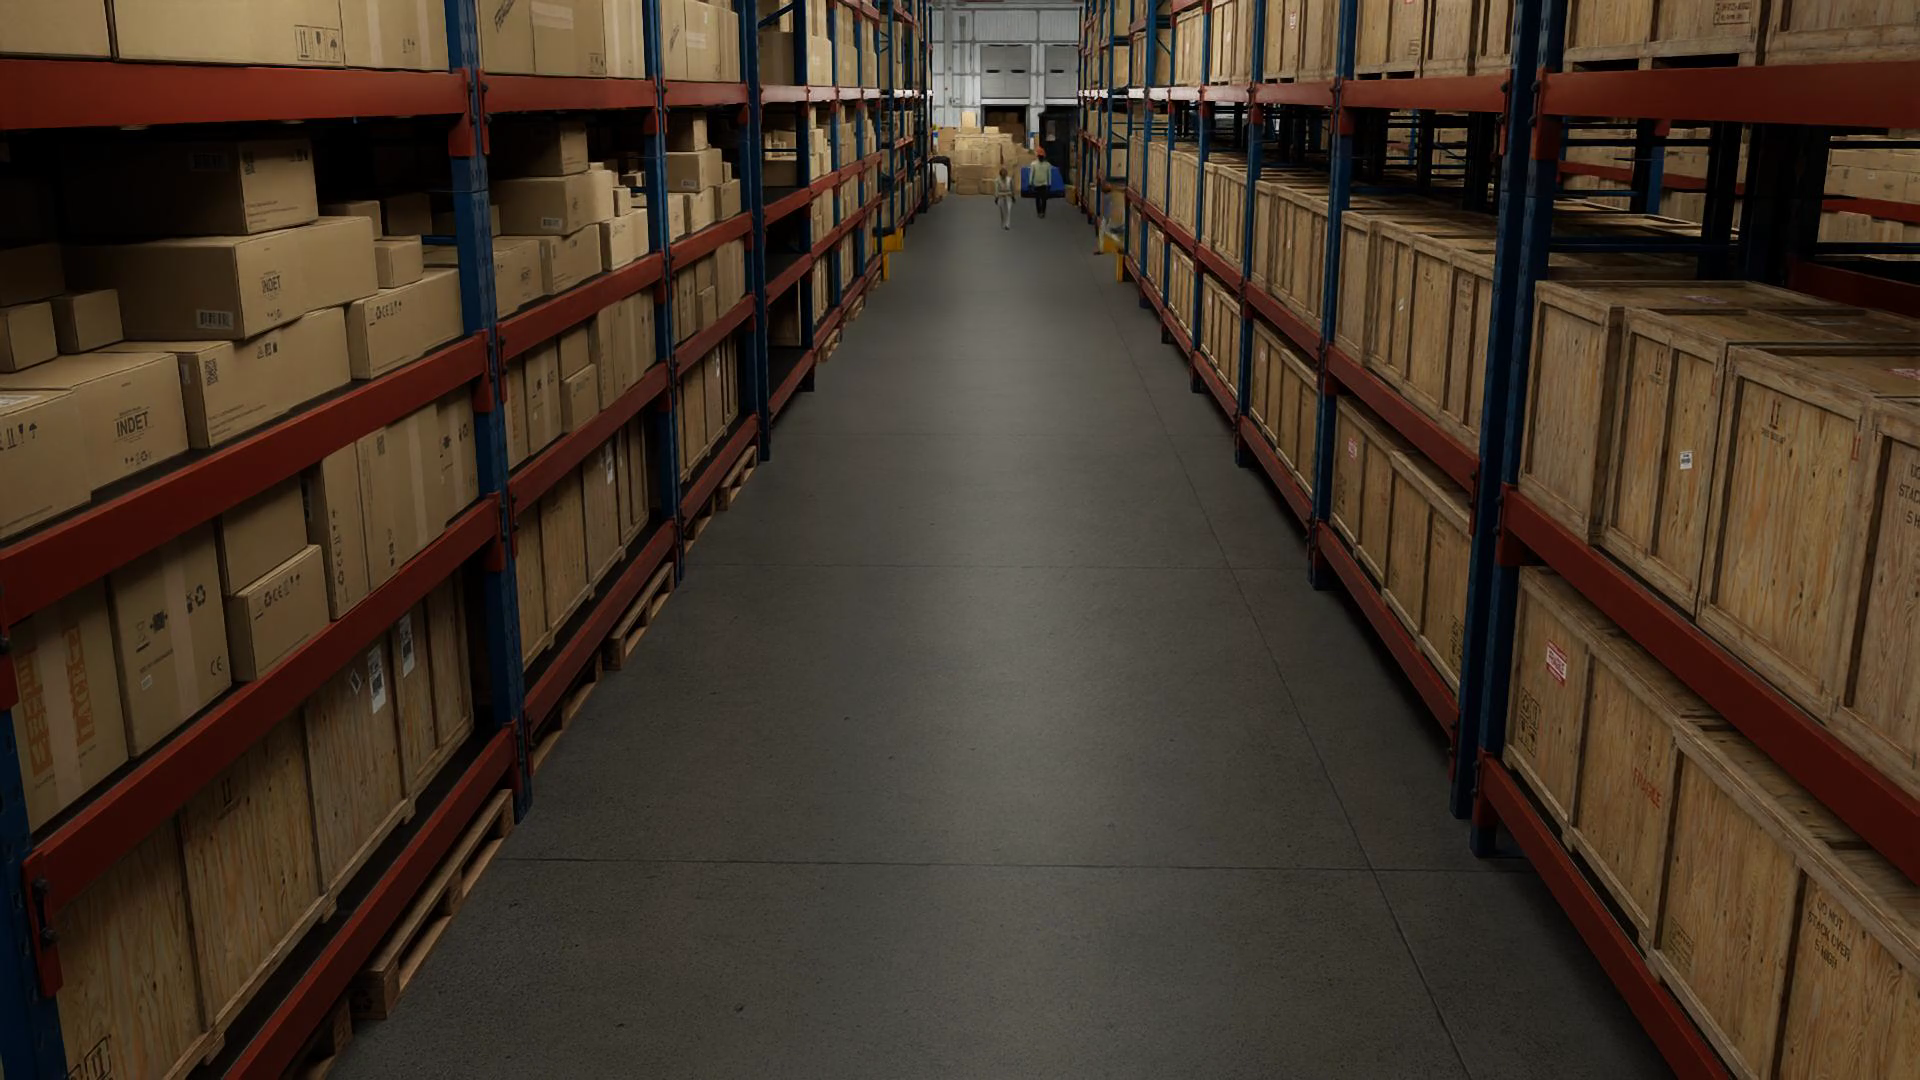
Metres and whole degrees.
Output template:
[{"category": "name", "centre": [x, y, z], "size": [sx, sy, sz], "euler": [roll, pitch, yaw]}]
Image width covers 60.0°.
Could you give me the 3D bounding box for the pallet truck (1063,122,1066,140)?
[{"category": "pallet truck", "centre": [5.788, -21.111, 88.014], "size": [1.885, 1.965, 0.823], "euler": [5, 16, 18]}]

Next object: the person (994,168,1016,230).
[{"category": "person", "centre": [1.179, -8.904, 43.372], "size": [0.568, 1.587, 0.850], "euler": [0, 15, 2]}]

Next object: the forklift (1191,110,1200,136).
[{"category": "forklift", "centre": [9.373, -15.572, 65.728], "size": [1.873, 2.768, 1.129], "euler": [6, 16, 21]}]

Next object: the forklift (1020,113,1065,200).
[{"category": "forklift", "centre": [3.010, -12.820, 55.491], "size": [1.873, 2.768, 1.129], "euler": [-14, 20, -42]}]

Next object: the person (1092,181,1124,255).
[{"category": "person", "centre": [3.271, -7.046, 36.408], "size": [0.646, 1.607, 0.515], "euler": [2, 15, 9]}]

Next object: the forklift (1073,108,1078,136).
[{"category": "forklift", "centre": [5.663, -18.473, 76.524], "size": [1.129, 2.768, 1.873], "euler": [-3, 15, -12]}]

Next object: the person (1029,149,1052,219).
[{"category": "person", "centre": [2.279, -10.101, 47.171], "size": [0.621, 1.948, 1.039], "euler": [1, 15, 5]}]
